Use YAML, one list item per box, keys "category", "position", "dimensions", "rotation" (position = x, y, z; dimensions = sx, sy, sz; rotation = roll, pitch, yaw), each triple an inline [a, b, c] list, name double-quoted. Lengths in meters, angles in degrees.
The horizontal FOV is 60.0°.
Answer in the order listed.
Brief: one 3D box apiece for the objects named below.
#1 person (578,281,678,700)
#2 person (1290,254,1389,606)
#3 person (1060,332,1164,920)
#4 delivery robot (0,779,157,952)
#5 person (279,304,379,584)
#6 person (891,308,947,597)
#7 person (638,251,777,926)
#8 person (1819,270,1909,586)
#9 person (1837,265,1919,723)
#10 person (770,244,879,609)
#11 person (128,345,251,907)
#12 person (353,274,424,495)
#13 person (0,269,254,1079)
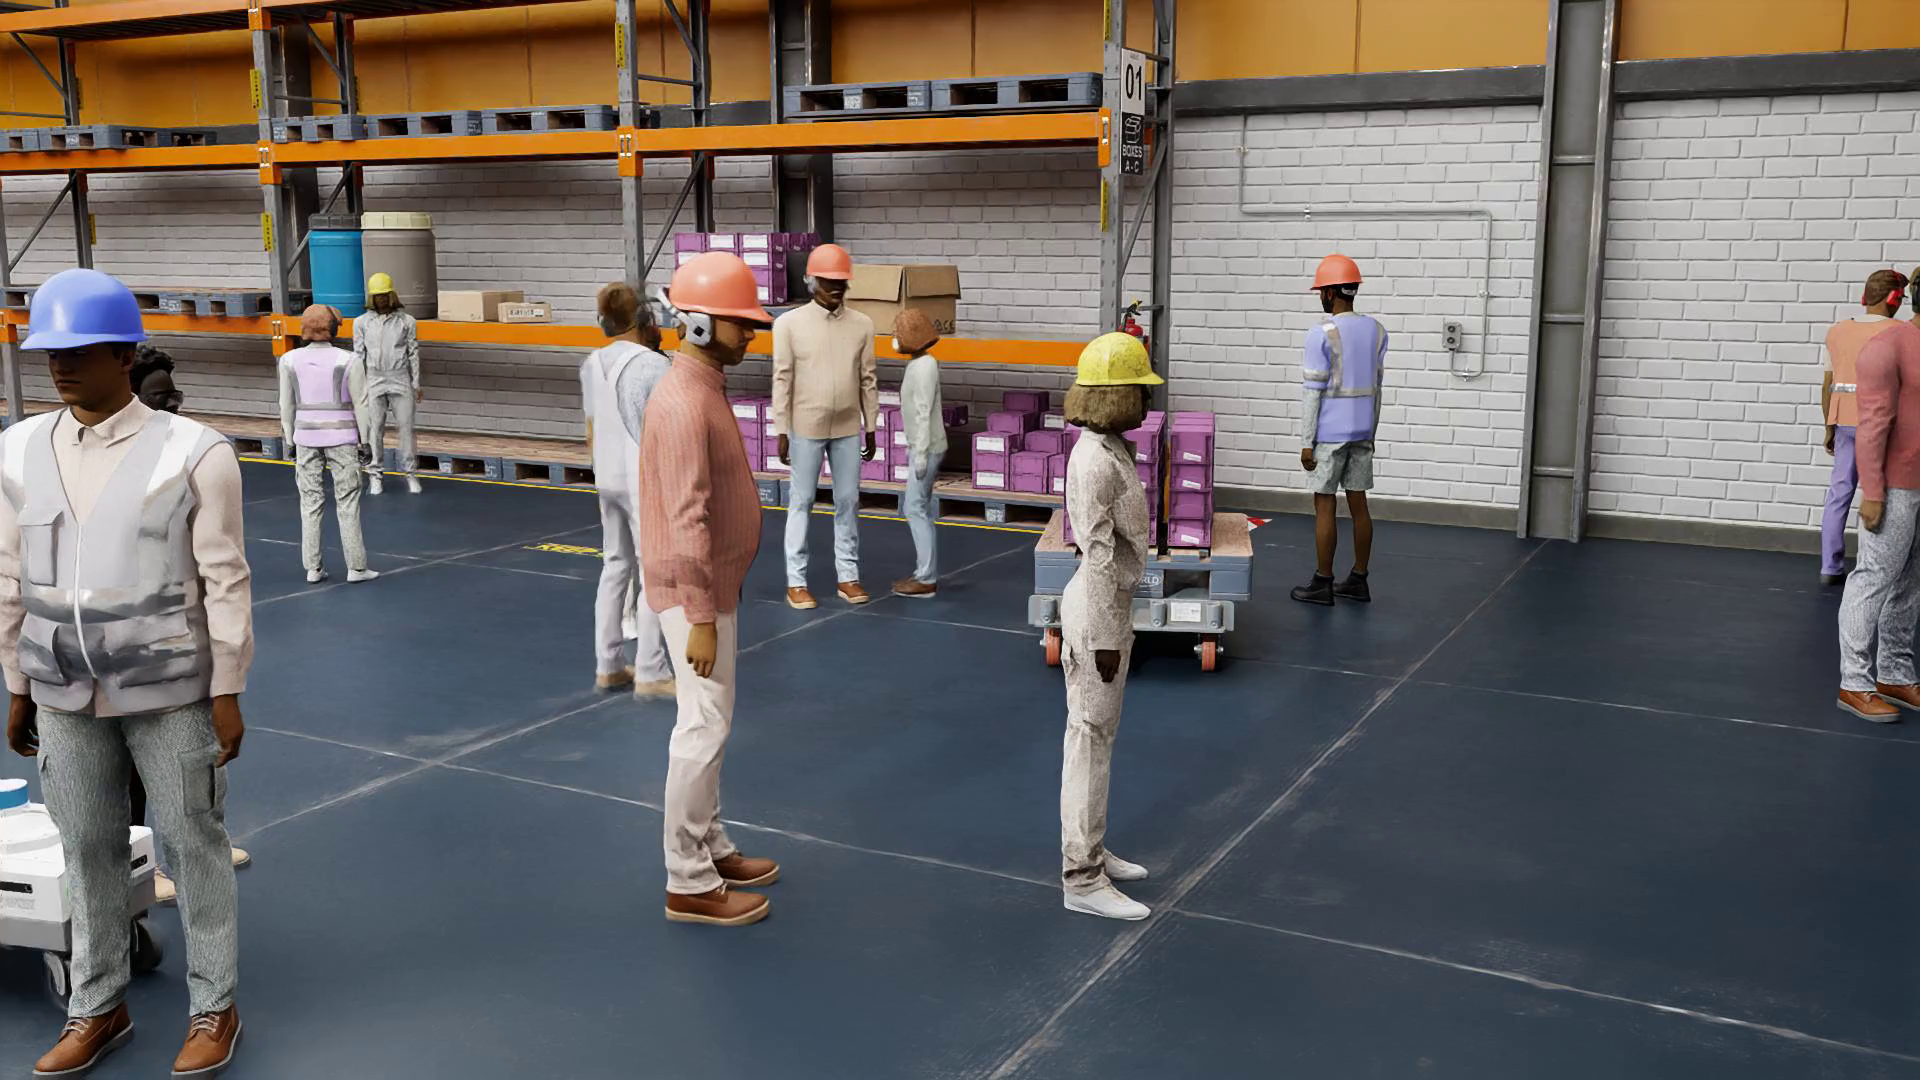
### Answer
- category: "person"
  position: [-1.431, -0.195, 7.264]
  dimensions: [0.566, 1.821, 0.343]
  rotation: [7, 13, 35]
- category: "person"
  position: [2.071, -0.596, 9.157]
  dimensions: [0.543, 1.929, 0.386]
  rotation: [-6, 12, -28]
- category: "person"
  position: [0.451, 0.251, 5.013]
  dimensions: [0.295, 1.744, 0.485]
  rotation: [1, 10, 6]
- category: "delivery robot"
  position: [-2.559, 0.891, 4.504]
  dimensions: [0.707, 0.478, 0.477]
  rotation: [3, 11, 14]
- category: "person"
  position: [-3.686, -0.551, 9.701]
  dimensions: [0.523, 1.636, 0.311]
  rotation: [0, 10, 2]
- category: "person"
  position: [-0.234, -0.487, 9.383]
  dimensions: [0.312, 1.624, 0.544]
  rotation: [-1, 10, -8]
- category: "person"
  position: [-0.739, 0.150, 4.917]
  dimensions: [0.404, 1.982, 0.629]
  rotation: [-1, 10, -5]
- category: "person"
  position: [5.172, -0.614, 9.496]
  dimensions: [0.389, 1.838, 0.563]
  rotation: [-5, 12, -26]
- category: "person"
  position: [4.009, -0.210, 7.004]
  dimensions: [0.627, 1.941, 0.373]
  rotation: [-4, 11, -23]
- category: "person"
  position: [-0.727, -0.614, 9.100]
  dimensions: [0.625, 1.985, 0.411]
  rotation: [-5, 12, -26]
- category: "person"
  position: [-2.464, 0.254, 5.116]
  dimensions: [0.318, 1.700, 0.535]
  rotation: [3, 11, 14]
- category: "person"
  position: [-4.492, -1.215, 13.099]
  dimensions: [0.507, 1.732, 0.365]
  rotation: [-4, 11, -20]
- category: "person"
  position: [-1.991, 0.339, 3.965]
  dimensions: [0.602, 1.949, 0.387]
  rotation: [0, 10, 1]
